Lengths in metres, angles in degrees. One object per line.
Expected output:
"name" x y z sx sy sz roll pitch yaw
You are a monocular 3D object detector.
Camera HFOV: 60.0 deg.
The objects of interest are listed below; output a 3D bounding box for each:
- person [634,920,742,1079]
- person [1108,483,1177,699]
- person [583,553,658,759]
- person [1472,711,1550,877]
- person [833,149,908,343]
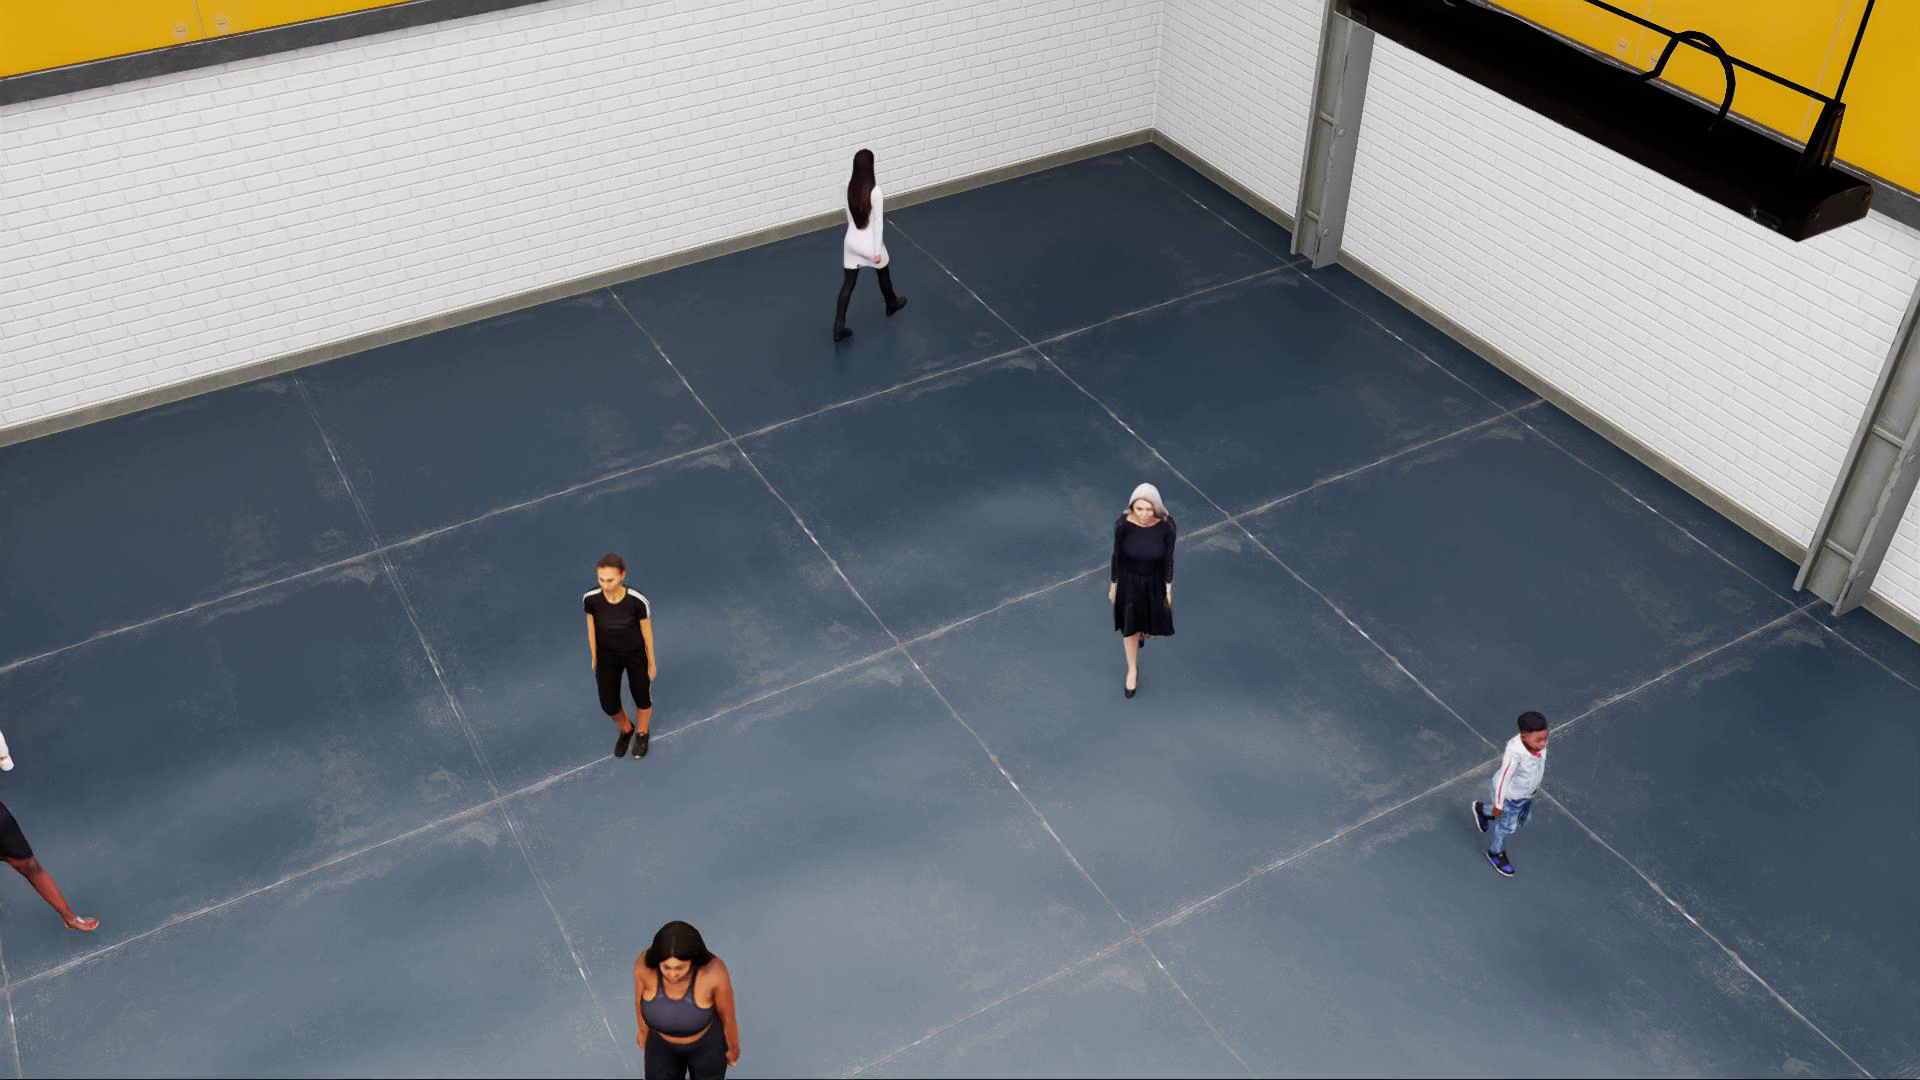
"person" -1.373 2.475 8.495 0.847 1.801 0.888 3 39 4
"person" 1.230 0.296 11.281 0.861 1.729 0.949 4 39 5
"person" -2.169 0.701 10.829 0.695 1.660 0.729 3 39 4
"person" 3.369 1.481 10.184 0.499 1.247 0.683 -22 43 -25
"person" -0.930 -2.582 14.863 1.205 1.756 1.041 23 44 26
